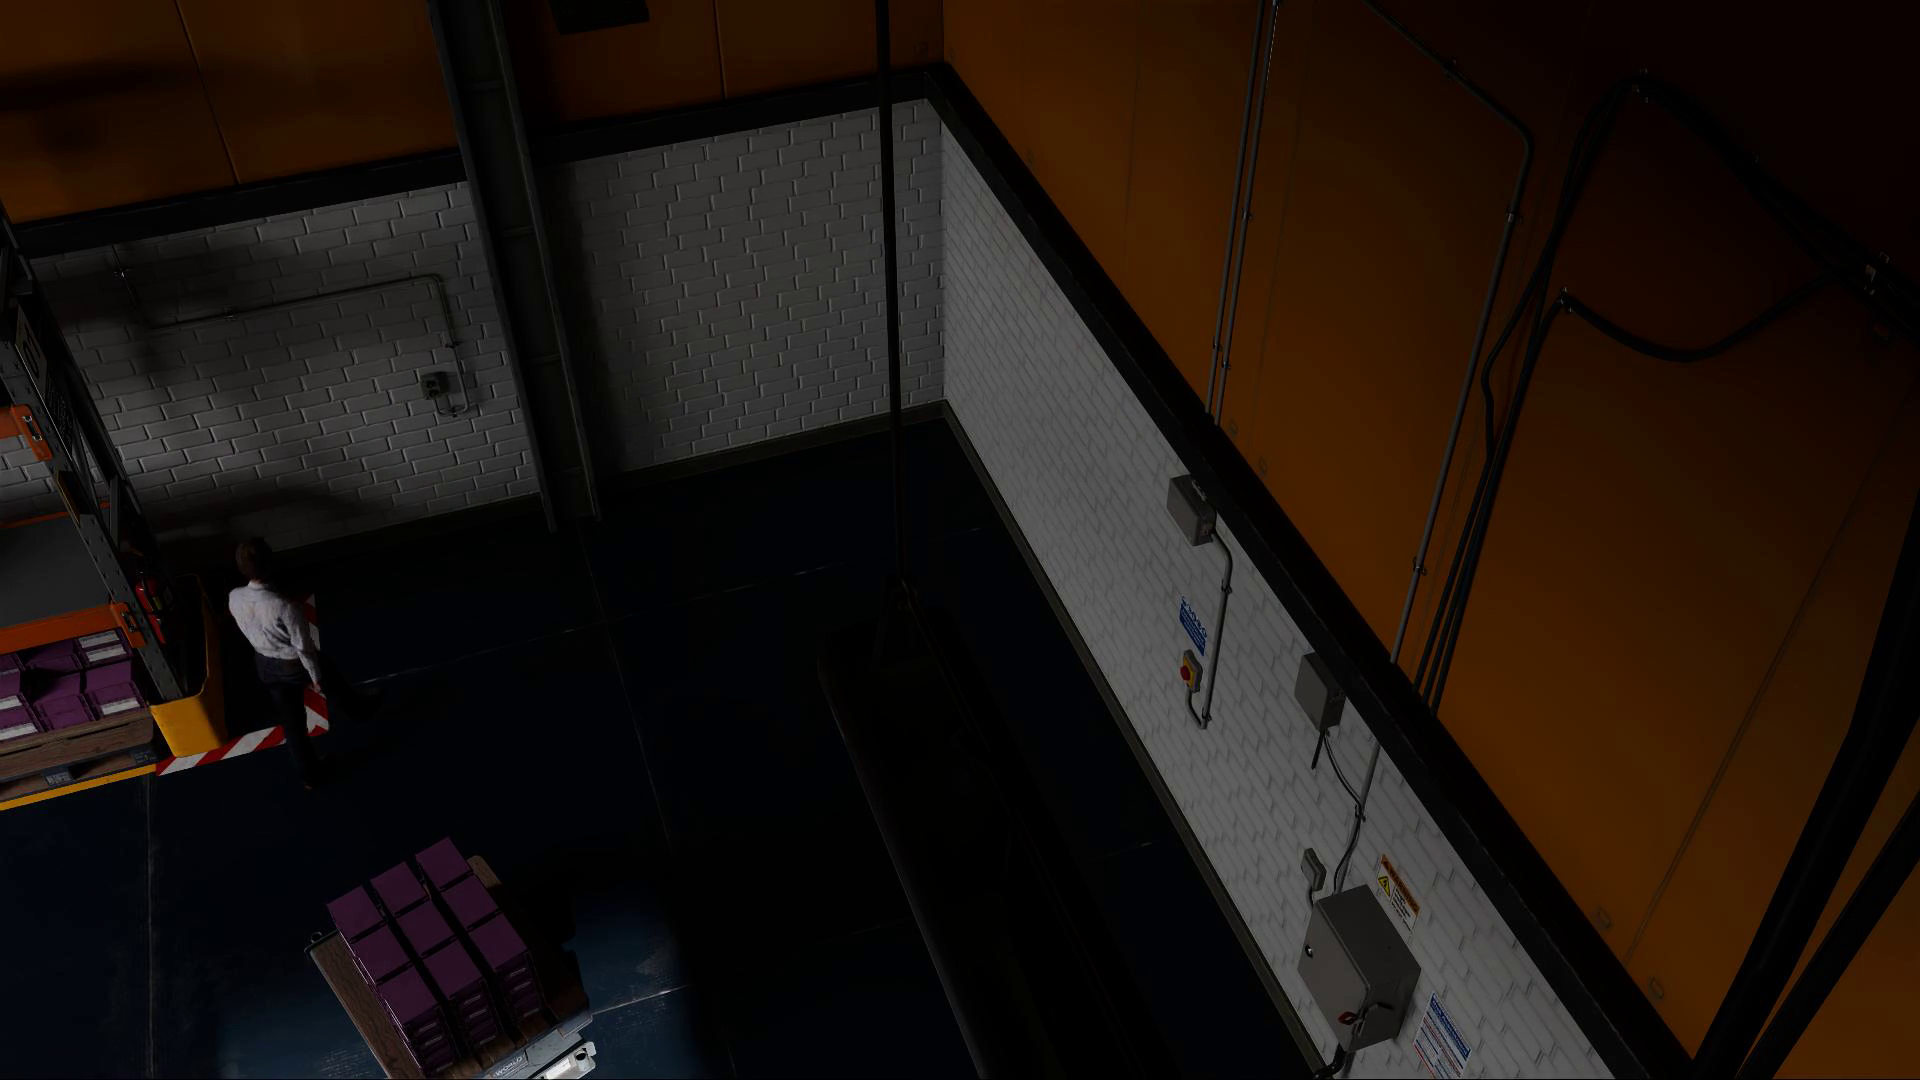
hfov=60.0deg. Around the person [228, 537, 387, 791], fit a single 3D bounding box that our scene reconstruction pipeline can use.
[{"bbox_3d":[-4.086,0.807,10.012,1.114,1.778,1.085,11,45,11],"label":"person"}]
